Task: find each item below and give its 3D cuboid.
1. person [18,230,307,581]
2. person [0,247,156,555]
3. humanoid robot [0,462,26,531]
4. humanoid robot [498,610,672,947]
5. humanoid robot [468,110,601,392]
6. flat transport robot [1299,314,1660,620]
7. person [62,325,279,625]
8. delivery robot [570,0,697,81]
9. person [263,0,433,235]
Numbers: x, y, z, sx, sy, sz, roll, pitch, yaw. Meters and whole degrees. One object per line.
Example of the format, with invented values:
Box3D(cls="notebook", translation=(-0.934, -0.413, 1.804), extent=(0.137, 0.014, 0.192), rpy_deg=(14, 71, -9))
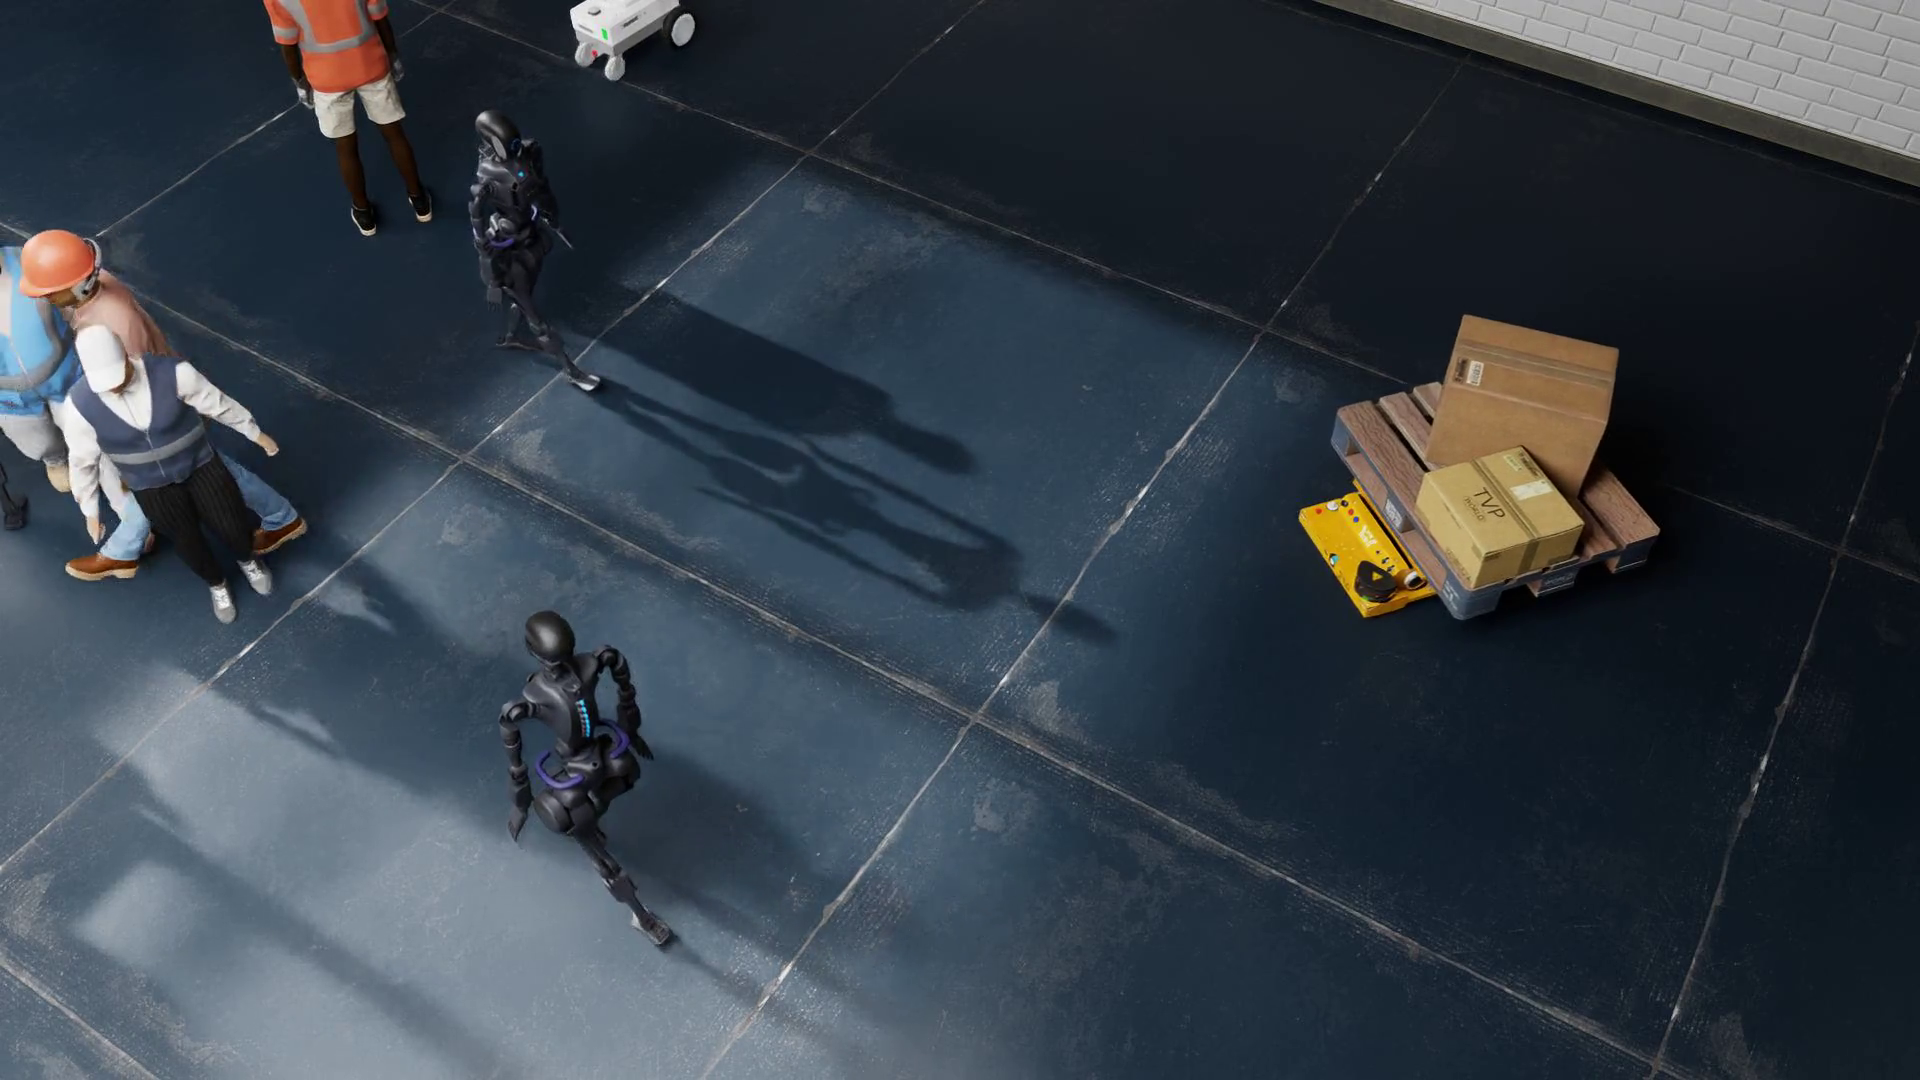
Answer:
Box3D(cls="person", translation=(-3.578, -0.520, 7.157), extent=(1.037, 1.932, 0.618), rpy_deg=(-27, 54, -22))
Box3D(cls="person", translation=(-4.165, -0.756, 7.455), extent=(0.627, 1.817, 0.832), rpy_deg=(-25, 54, -21))
Box3D(cls="humanoid robot", translation=(-4.665, -0.693, 7.485), extent=(0.609, 1.641, 0.372), rpy_deg=(-9, 49, -8))
Box3D(cls="humanoid robot", translation=(-1.413, 0.865, 6.165), extent=(0.793, 1.628, 0.611), rpy_deg=(37, 58, 28))
Box3D(cls="humanoid robot", translation=(-2.147, -1.437, 8.160), extent=(0.759, 1.626, 0.594), rpy_deg=(21, 52, 18))
Box3D(cls="flat transport robot", translation=(2.408, -0.103, 7.906), extent=(1.431, 0.231, 0.659), rpy_deg=(-15, 51, -13))
Box3D(cls="person", translation=(-3.325, -0.279, 7.083), extent=(0.833, 1.738, 0.514), rpy_deg=(-23, 53, -19))
Box3D(cls="delivery robot", translation=(-2.083, -3.324, 10.541), extent=(0.499, 0.610, 0.788), rpy_deg=(30, 55, 24))
Box3D(cls="person", translation=(-3.292, -2.533, 8.913), extent=(0.601, 1.956, 0.384), rpy_deg=(-22, 52, -18))
